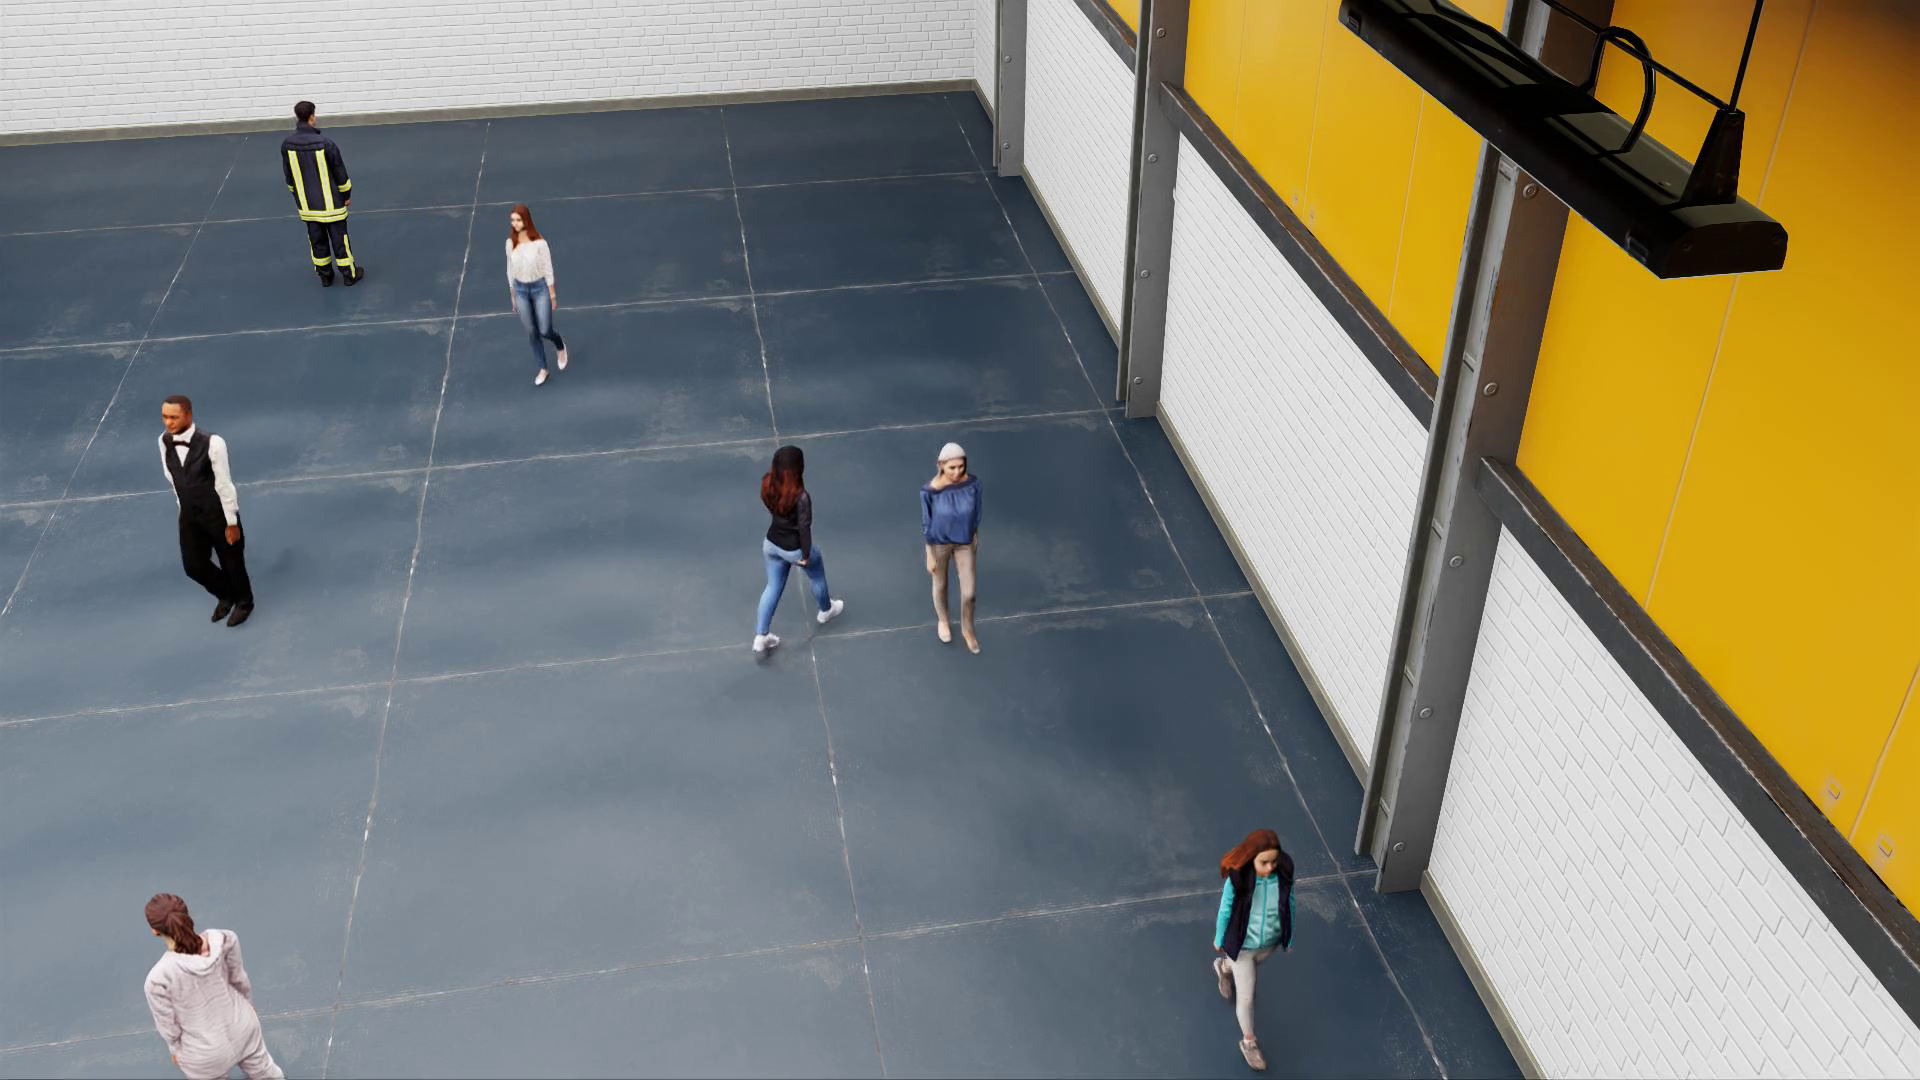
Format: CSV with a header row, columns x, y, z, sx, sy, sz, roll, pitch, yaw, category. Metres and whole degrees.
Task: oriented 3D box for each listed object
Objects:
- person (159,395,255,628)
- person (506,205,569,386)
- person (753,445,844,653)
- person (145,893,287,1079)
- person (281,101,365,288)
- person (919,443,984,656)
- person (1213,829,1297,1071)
x,y,z,sx,sy,sz,roll,pitch,yaw,category
-5.410,-0.261,12.100,0.828,1.907,0.820,7,34,10,person
-3.905,-2.302,15.336,0.701,1.724,0.788,6,34,9,person
-1.271,0.085,11.863,1.077,1.593,1.148,20,39,28,person
-3.684,2.436,8.246,0.787,1.683,0.731,22,39,29,person
-6.547,-3.529,17.006,0.829,1.919,0.718,-1,34,-1,person
-0.096,-0.001,11.912,0.617,1.682,0.690,-7,34,-10,person
1.553,2.085,8.966,0.637,1.470,0.980,-9,35,-14,person
